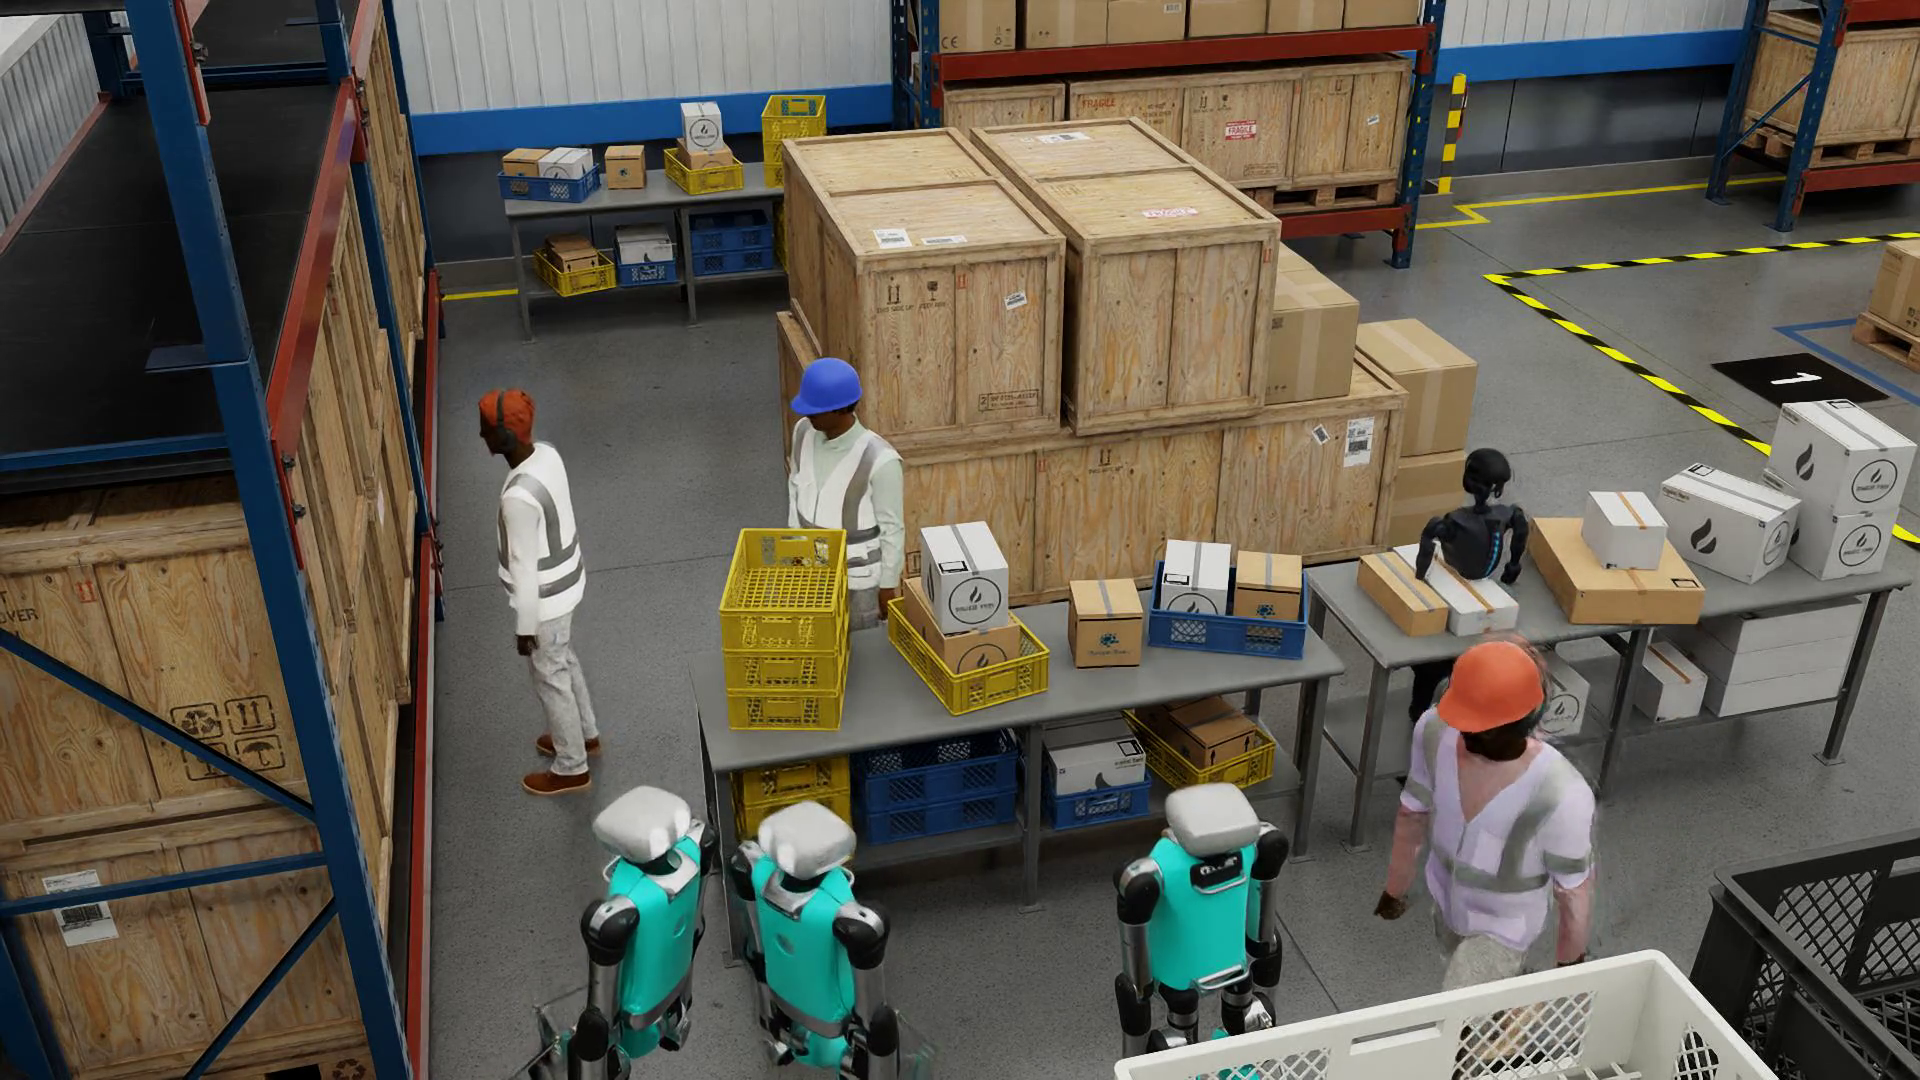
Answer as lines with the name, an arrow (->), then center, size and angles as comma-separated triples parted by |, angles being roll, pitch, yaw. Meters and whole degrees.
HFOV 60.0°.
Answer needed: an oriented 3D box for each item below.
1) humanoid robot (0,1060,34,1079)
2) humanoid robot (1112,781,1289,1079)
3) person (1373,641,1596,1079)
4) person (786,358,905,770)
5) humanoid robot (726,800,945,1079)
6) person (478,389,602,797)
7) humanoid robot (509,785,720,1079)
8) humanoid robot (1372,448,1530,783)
humanoid robot -> -2.183, 1.929, 4.140 | 0.315, 1.657, 0.599 | 7, 30, 13
humanoid robot -> 0.778, 1.532, 4.712 | 0.531, 1.692, 0.742 | -13, 31, -22
person -> 1.685, 1.128, 5.290 | 1.045, 1.993, 0.611 | -18, 33, -29
person -> -0.506, 0.104, 7.195 | 0.602, 1.941, 0.397 | 22, 35, 34
humanoid robot -> -0.287, 1.430, 4.972 | 0.537, 1.757, 0.683 | 21, 35, 33
person -> -1.766, 0.232, 7.036 | 0.358, 1.874, 0.576 | -2, 29, -3
humanoid robot -> -1.124, 1.435, 4.978 | 0.844, 1.746, 0.560 | 13, 31, 22
humanoid robot -> 2.080, 0.404, 6.929 | 0.603, 1.647, 0.485 | -10, 31, -18
